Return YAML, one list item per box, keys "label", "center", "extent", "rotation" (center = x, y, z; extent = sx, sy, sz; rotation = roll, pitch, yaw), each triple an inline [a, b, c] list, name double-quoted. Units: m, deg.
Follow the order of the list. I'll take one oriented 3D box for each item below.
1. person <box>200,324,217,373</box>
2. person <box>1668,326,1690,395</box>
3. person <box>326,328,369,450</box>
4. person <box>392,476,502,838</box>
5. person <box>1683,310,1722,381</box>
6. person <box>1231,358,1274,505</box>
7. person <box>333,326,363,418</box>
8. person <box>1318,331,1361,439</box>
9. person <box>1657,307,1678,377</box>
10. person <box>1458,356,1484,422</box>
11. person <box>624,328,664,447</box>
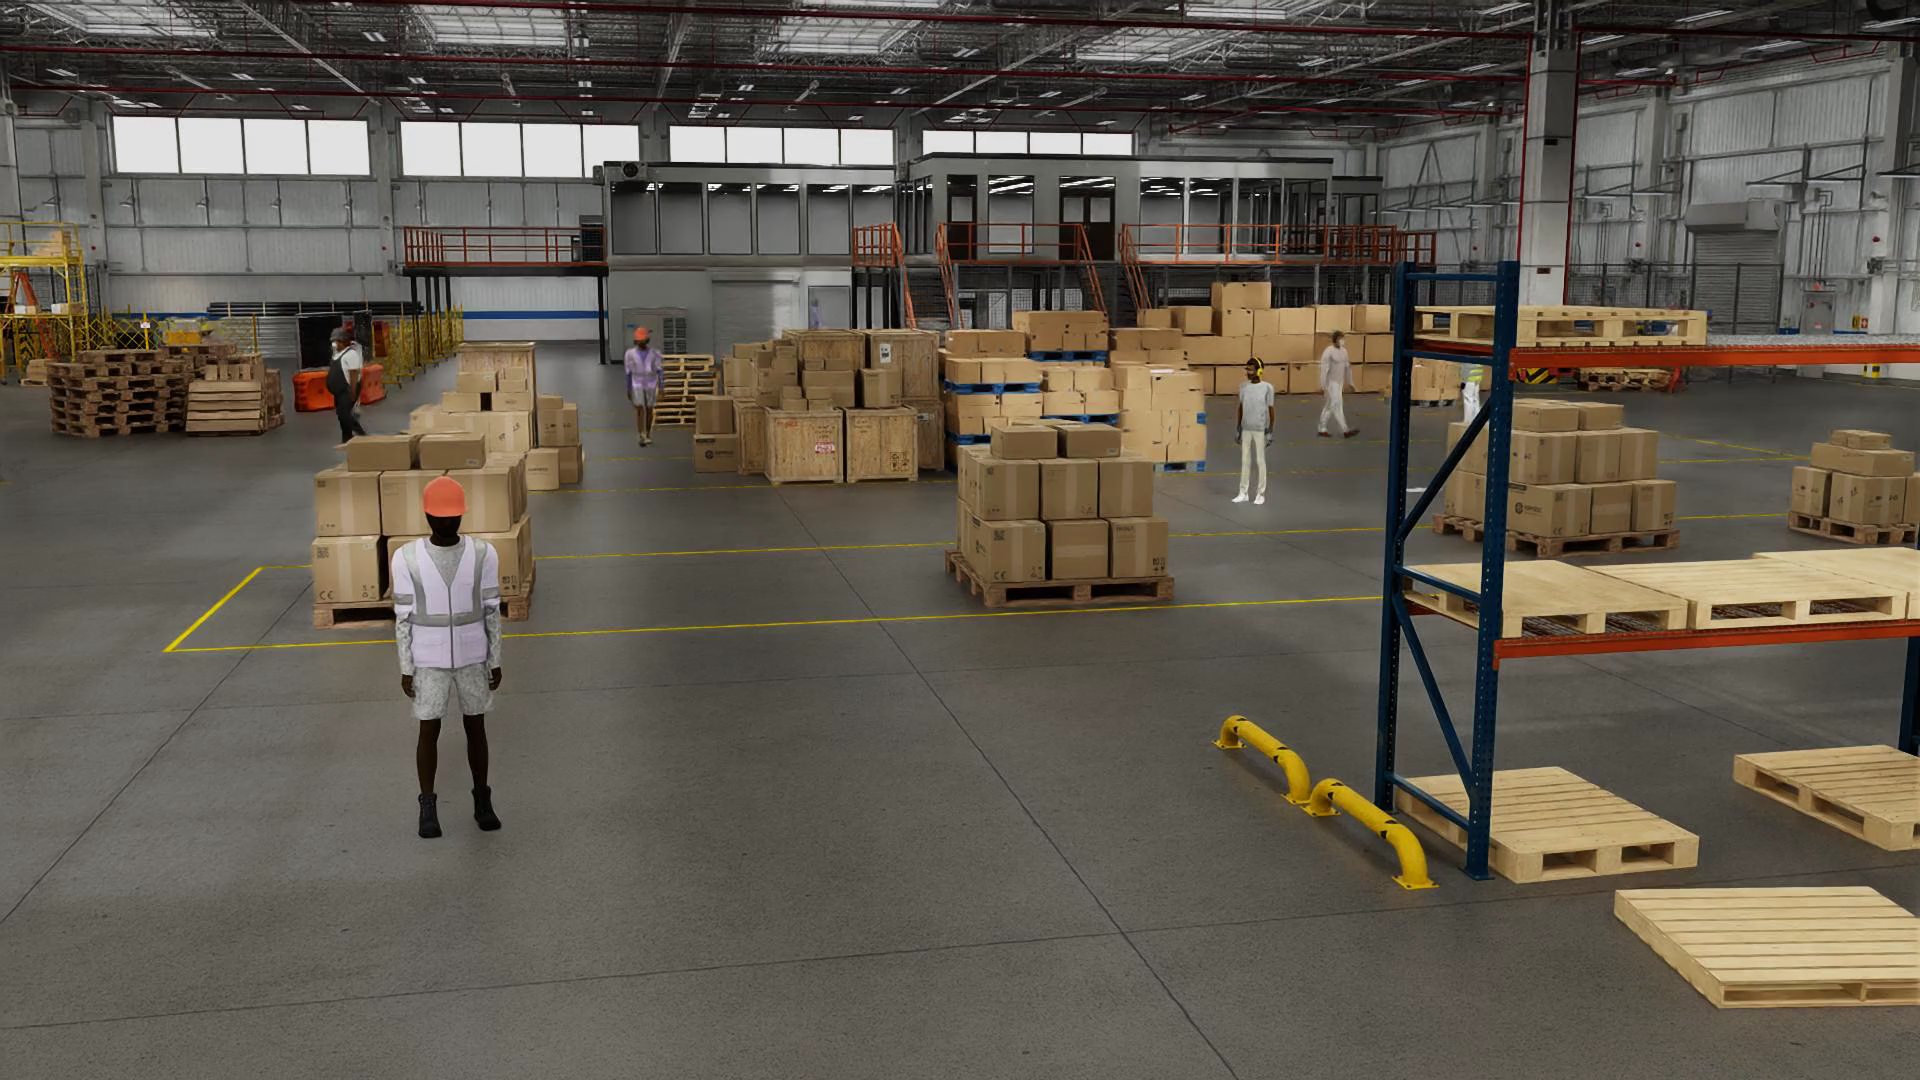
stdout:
- label: "person"
  center: [-17.088, -4.070, 37.946]
  extent: [0.532, 1.725, 0.883]
  rotation: [5, 10, 26]
- label: "person"
  center: [17.103, -4.397, 39.361]
  extent: [1.031, 1.911, 0.631]
  rotation: [-7, 12, -37]
- label: "person"
  center: [-10.107, -2.474, 27.255]
  extent: [0.537, 2.000, 0.698]
  rotation: [-9, 13, -42]
- label: "person"
  center: [-2.682, 0.618, 8.769]
  extent: [0.542, 1.928, 0.399]
  rotation: [-4, 10, -23]
- label: "person"
  center: [19.651, -5.149, 44.011]
  extent: [1.002, 1.909, 0.598]
  rotation: [3, 10, 16]
- label: "person"
  center: [3.738, -1.377, 21.119]
  extent: [0.521, 1.864, 0.335]
  rotation: [7, 12, 36]
- label: "person"
  center: [-12.121, -3.311, 32.941]
  extent: [0.584, 1.855, 0.884]
  rotation: [0, 9, -2]
- label: "person"
  center: [6.667, -2.708, 29.142]
  extent: [0.991, 1.892, 0.636]
  rotation: [9, 13, 43]
- label: "person"
  center: [19.477, -5.457, 45.864]
  extent: [0.574, 1.896, 0.929]
  rotation: [-9, 13, -43]
- label: "person"
  center: [9.425, -2.945, 30.770]
  extent: [0.430, 1.832, 0.652]
  rotation: [8, 13, 42]
- label: "person"
  center: [-5.313, -2.568, 27.995]
  extent: [0.625, 1.991, 1.049]
  rotation: [-2, 10, -13]
